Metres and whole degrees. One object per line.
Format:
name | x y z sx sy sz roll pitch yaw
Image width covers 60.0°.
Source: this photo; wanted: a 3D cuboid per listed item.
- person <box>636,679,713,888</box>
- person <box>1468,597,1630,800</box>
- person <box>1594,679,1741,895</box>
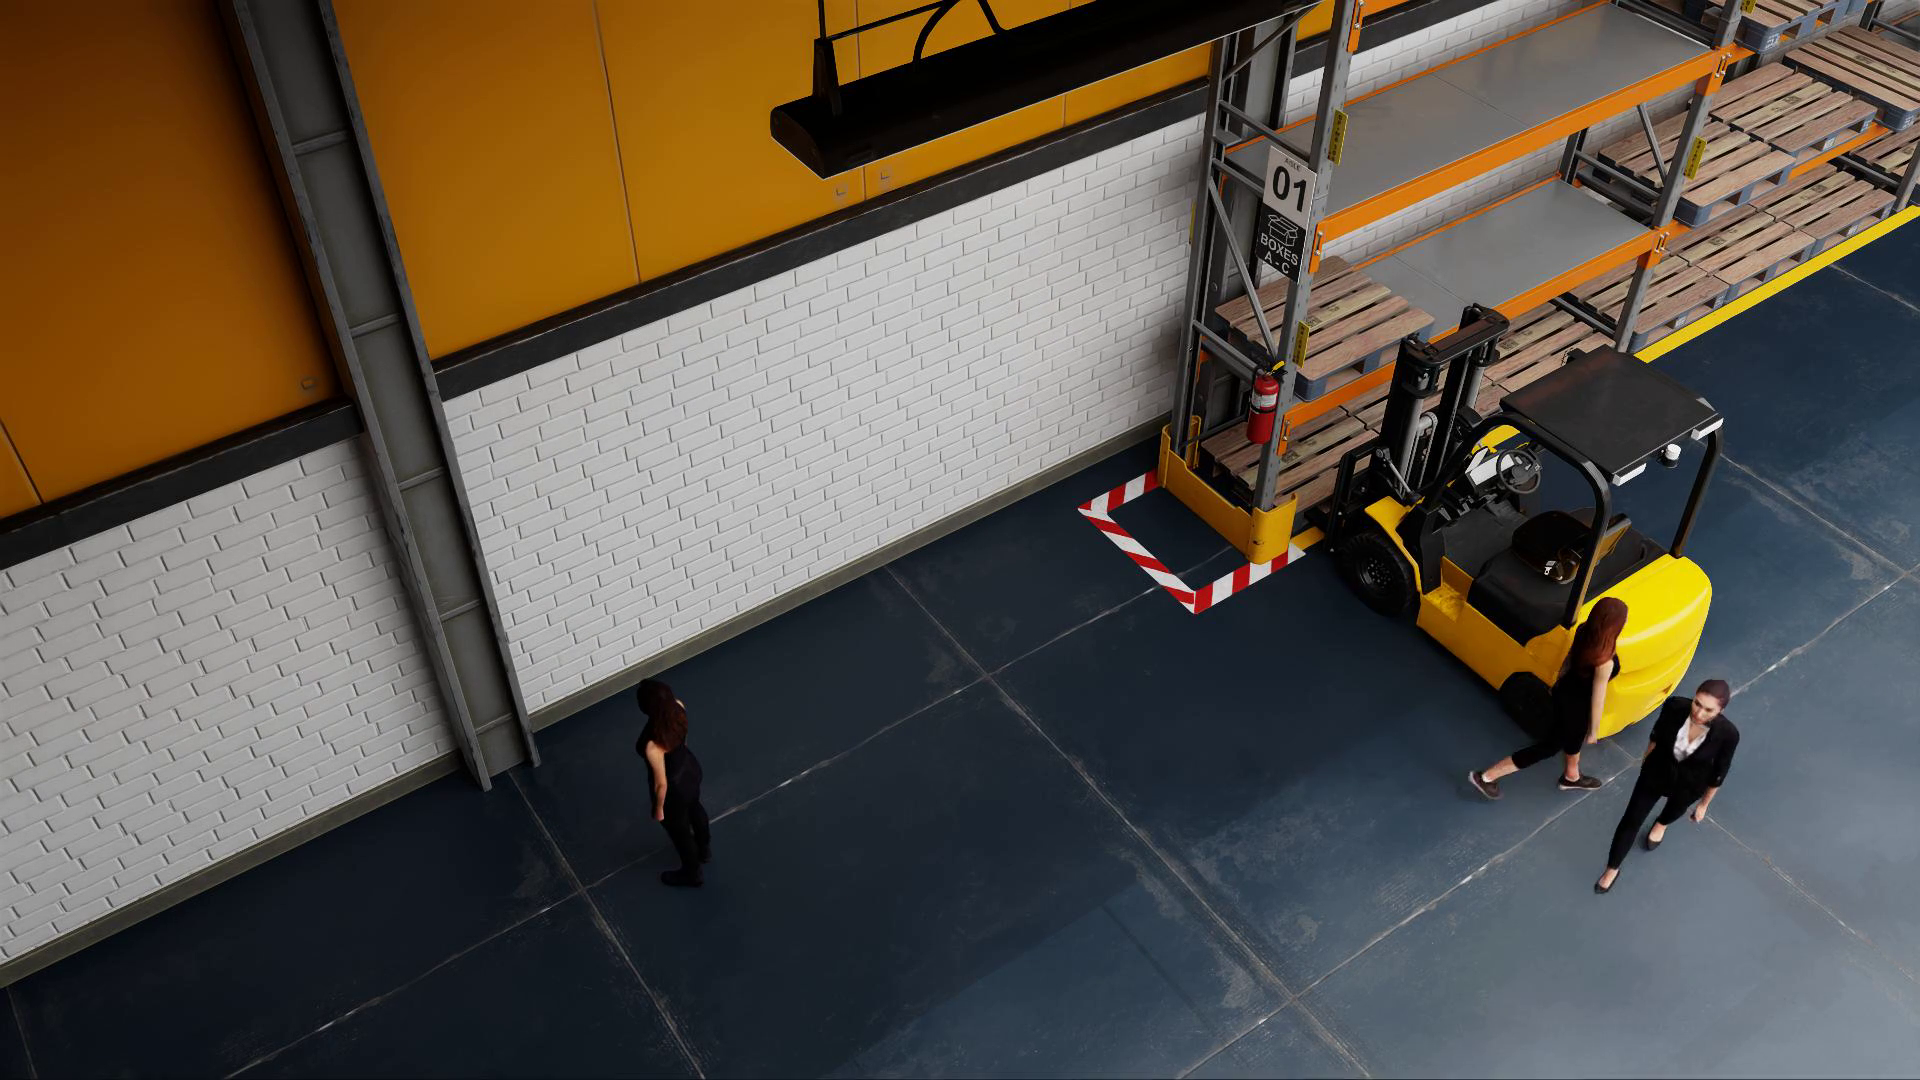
person | -1.640 1.394 9.535 0.735 1.687 0.662 10 45 10
person | 3.572 0.990 9.952 1.170 1.696 1.020 1 44 1
person | 4.193 1.333 9.647 0.803 1.620 1.109 28 50 26
